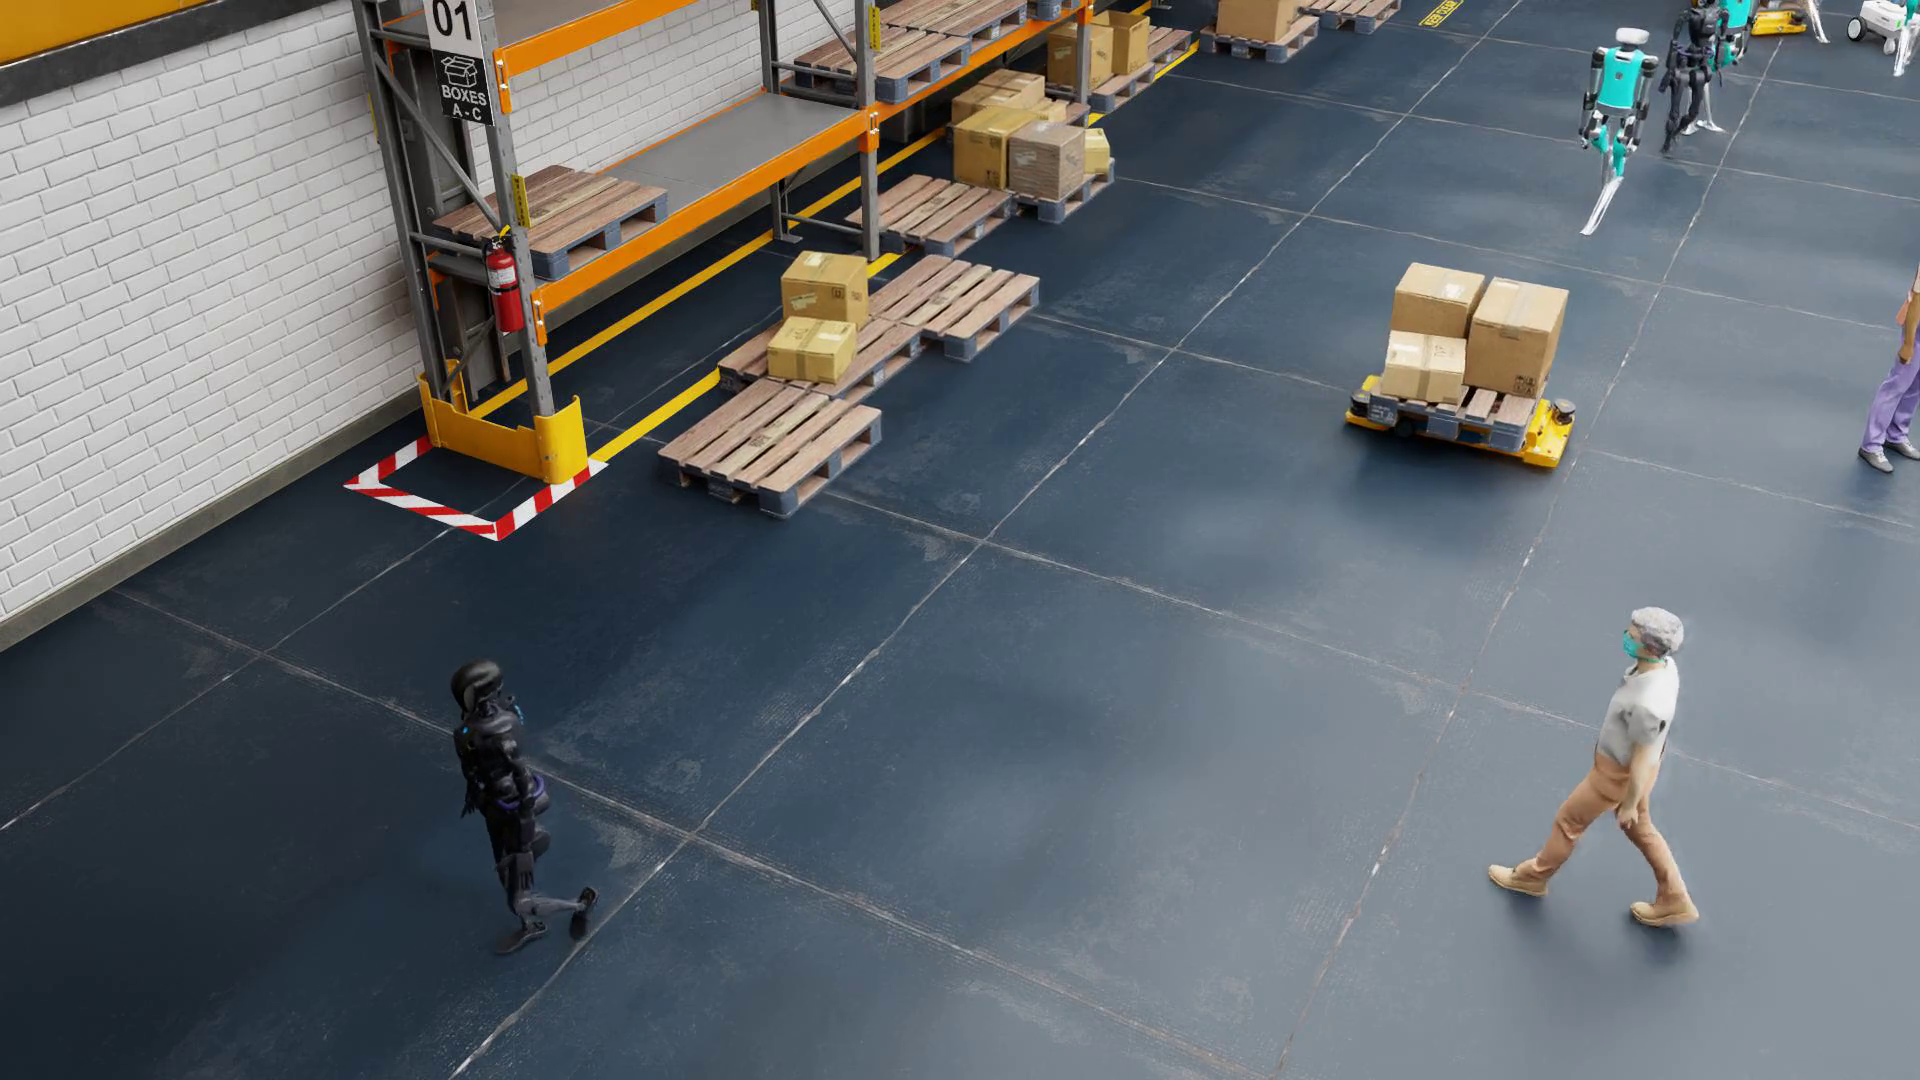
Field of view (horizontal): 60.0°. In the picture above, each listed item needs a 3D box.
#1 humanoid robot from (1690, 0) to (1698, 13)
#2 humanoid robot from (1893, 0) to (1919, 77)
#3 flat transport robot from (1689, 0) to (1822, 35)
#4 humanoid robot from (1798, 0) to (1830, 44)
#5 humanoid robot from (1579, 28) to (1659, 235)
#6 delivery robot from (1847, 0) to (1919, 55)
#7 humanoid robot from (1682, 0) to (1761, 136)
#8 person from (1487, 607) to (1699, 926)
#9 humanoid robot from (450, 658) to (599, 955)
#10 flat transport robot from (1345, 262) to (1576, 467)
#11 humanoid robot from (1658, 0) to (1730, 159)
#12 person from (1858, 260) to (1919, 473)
[{"bbox_3d":[8.885,-6.863,19.275,0.588,1.638,0.495,28,43,36],"label":"humanoid robot"},{"bbox_3d":[10.317,-5.818,17.677,0.544,1.831,0.863,23,40,31],"label":"humanoid robot"},{"bbox_3d":[9.284,-6.269,19.633,0.659,0.231,1.431,-5,34,-8],"label":"flat transport robot"},{"bbox_3d":[9.727,-6.549,18.787,0.560,1.829,0.829,-12,35,-17],"label":"humanoid robot"},{"bbox_3d":[5.649,-3.566,14.229,0.535,1.773,0.951,21,39,28],"label":"humanoid robot"},{"bbox_3d":[10.429,-5.806,18.691,0.499,0.614,0.808,-5,34,-8],"label":"delivery robot"},{"bbox_3d":[7.246,-4.770,16.030,0.620,1.774,0.785,-5,34,-8],"label":"humanoid robot"},{"bbox_3d":[2.969,1.000,7.337,0.897,1.714,0.481,17,37,24],"label":"person"},{"bbox_3d":[-1.900,1.136,7.144,0.462,1.646,0.599,-24,40,-32],"label":"humanoid robot"},{"bbox_3d":[3.447,-0.872,11.467,1.431,0.231,0.659,15,36,21],"label":"flat transport robot"},{"bbox_3d":[6.872,-4.466,15.647,0.600,1.643,0.450,-7,34,-10],"label":"humanoid robot"},{"bbox_3d":[6.262,-1.335,10.744,0.563,1.839,0.395,-15,36,-21],"label":"person"}]
